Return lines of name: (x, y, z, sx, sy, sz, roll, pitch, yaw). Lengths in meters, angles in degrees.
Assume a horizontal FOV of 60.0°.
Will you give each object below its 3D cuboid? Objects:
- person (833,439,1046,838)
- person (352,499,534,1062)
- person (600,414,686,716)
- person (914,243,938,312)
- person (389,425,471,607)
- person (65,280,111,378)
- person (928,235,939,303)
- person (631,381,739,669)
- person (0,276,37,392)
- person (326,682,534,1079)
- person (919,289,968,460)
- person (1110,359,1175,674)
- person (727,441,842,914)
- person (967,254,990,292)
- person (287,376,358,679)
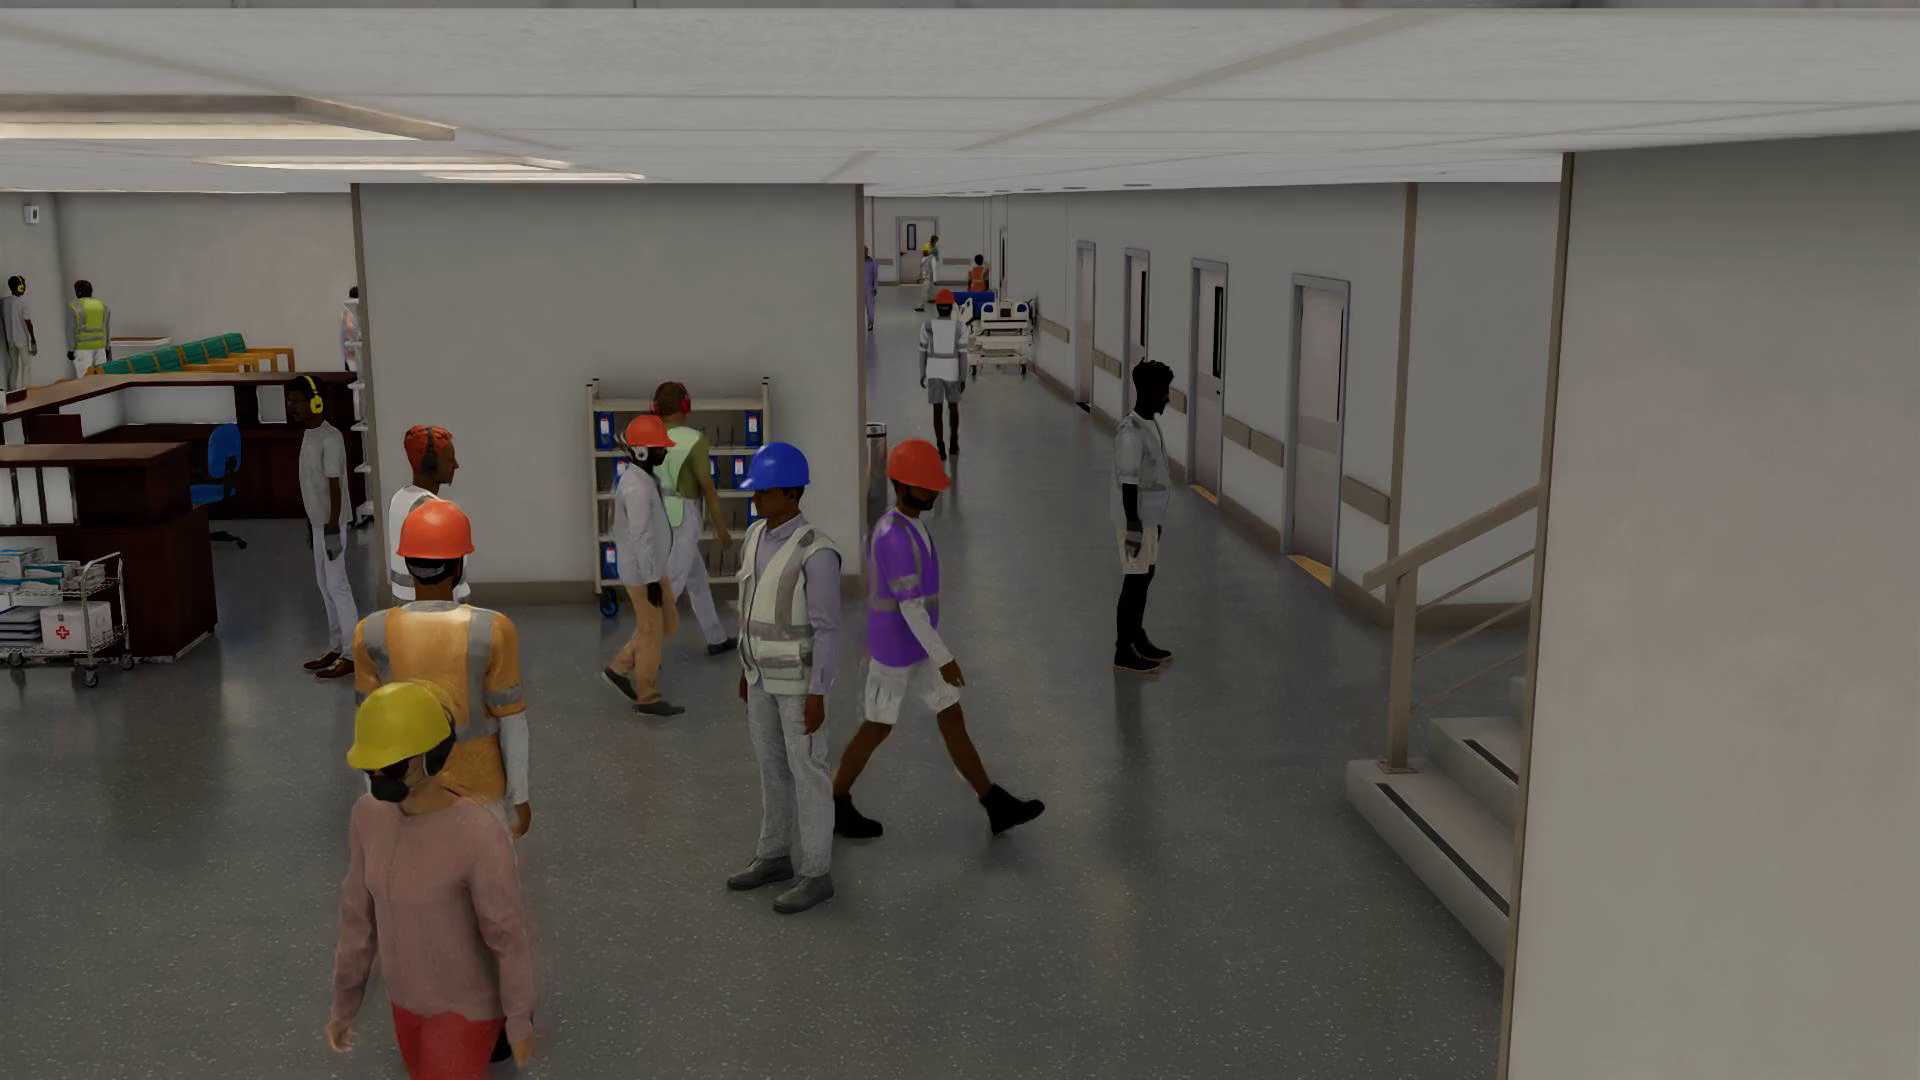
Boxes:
person: (-0.169, 0.471, 7.495, 1.063, 1.856, 0.546, 3, 12, 14)
person: (-1.718, 0.822, 5.596, 0.550, 1.937, 0.357, -1, 12, -5)
person: (-1.784, 0.151, 9.367, 0.424, 1.734, 0.568, 0, 12, -2)
person: (-0.792, -6.901, 43.701, 0.880, 1.798, 0.592, -6, 13, -29)
person: (-2.466, 0.400, 7.789, 0.338, 1.882, 0.583, -8, 14, -35)
person: (-11.906, -2.628, 22.729, 0.429, 1.838, 0.629, 6, 13, 27)
person: (-0.774, -7.683, 47.195, 0.371, 1.929, 0.636, 2, 12, 9)
person: (-1.786, -0.095, 10.432, 0.604, 1.798, 0.949, 10, 15, 41)
person: (-13.262, -2.787, 23.449, 0.520, 1.857, 0.331, 3, 12, 13)
person: (-1.371, 1.200, 4.198, 0.542, 1.743, 0.579, 8, 14, 33)
person: (-0.186, -1.895, 18.949, 0.557, 1.896, 0.893, 0, 12, 0)
person: (1.127, -0.143, 10.289, 0.388, 1.952, 0.614, 4, 12, 17)
person: (-0.723, 0.555, 6.872, 0.383, 1.950, 0.601, -10, 15, -40)
person: (0.398, -5.803, 38.636, 0.561, 1.664, 0.687, 4, 12, 17)
person: (-3.907, -0.083, 10.216, 0.326, 1.862, 0.508, -8, 14, -36)
